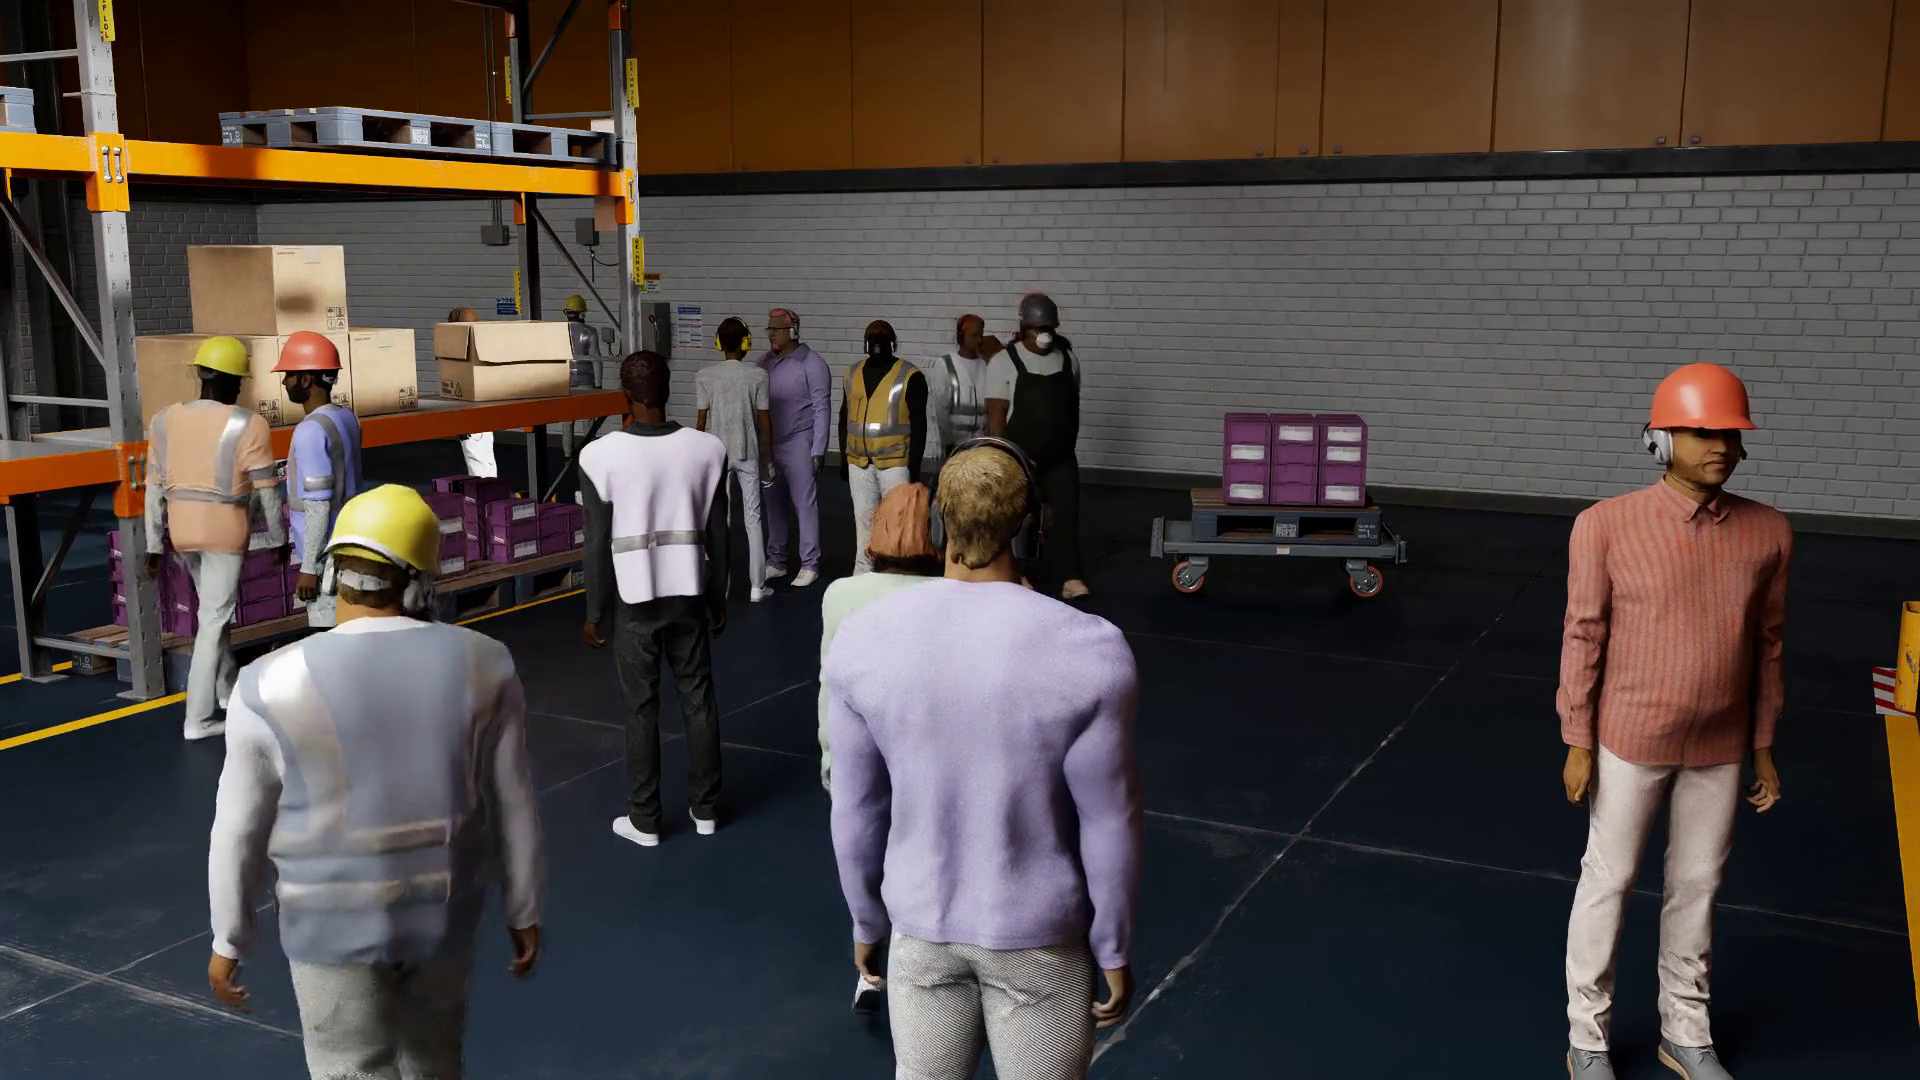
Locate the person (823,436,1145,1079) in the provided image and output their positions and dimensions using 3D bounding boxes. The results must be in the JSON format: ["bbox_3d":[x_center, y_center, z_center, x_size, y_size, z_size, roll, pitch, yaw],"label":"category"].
[{"bbox_3d":[0.052,0.763,3.254,0.629,1.940,0.373,3,10,17],"label":"person"}]

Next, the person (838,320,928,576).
[{"bbox_3d":[-0.532,-0.523,10.968,0.633,1.846,0.429,5,11,26],"label":"person"}]

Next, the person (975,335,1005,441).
[{"bbox_3d":[0.258,-0.812,13.250,0.289,1.633,0.501,1,10,8],"label":"person"}]

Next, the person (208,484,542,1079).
[{"bbox_3d":[-1.216,0.793,3.493,0.655,1.799,0.454,-7,12,-37],"label":"person"}]

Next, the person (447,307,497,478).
[{"bbox_3d":[-4.037,-0.999,13.758,0.430,1.835,0.625,0,10,-2],"label":"person"}]

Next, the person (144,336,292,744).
[{"bbox_3d":[-3.508,-0.025,7.964,0.596,1.883,0.871,2,10,13],"label":"person"}]

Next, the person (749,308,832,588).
[{"bbox_3d":[-1.197,-0.631,11.416,0.655,1.906,0.407,7,12,33],"label":"person"}]

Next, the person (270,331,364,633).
[{"bbox_3d":[-2.845,0.042,7.433,0.362,1.938,0.545,-1,10,-5],"label":"person"}]

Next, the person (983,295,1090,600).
[{"bbox_3d":[0.542,-0.599,10.842,0.696,2.000,0.887,-3,10,-19],"label":"person"}]

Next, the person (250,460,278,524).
[{"bbox_3d":[-5.400,-0.839,12.675,0.595,1.900,0.865,2,10,12],"label":"person"}]

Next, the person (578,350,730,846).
[{"bbox_3d":[-1.164,0.231,6.416,0.590,1.912,0.393,-5,11,-28],"label":"person"}]

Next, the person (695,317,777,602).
[{"bbox_3d":[-1.470,-0.519,10.892,0.532,1.864,0.312,0,10,1],"label":"person"}]

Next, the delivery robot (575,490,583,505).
[{"bbox_3d":[-2.643,-0.283,13.041,0.707,0.478,0.477,3,10,18],"label":"delivery robot"}]

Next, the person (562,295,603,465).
[{"bbox_3d":[-4.107,-1.718,17.919,0.588,1.833,0.404,2,10,13],"label":"person"}]

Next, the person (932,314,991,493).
[{"bbox_3d":[0.030,-0.741,12.266,0.586,1.844,0.948,-7,12,-33],"label":"person"}]

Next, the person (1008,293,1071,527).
[{"bbox_3d":[0.616,-1.115,14.144,0.626,1.929,1.021,-6,11,-29],"label":"person"}]

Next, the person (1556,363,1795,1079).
[{"bbox_3d":[1.903,0.527,4.451,0.612,1.997,0.375,-1,10,-4],"label":"person"}]

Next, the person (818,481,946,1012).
[{"bbox_3d":[-0.153,0.637,4.881,0.524,1.622,0.357,2,10,9],"label":"person"}]
